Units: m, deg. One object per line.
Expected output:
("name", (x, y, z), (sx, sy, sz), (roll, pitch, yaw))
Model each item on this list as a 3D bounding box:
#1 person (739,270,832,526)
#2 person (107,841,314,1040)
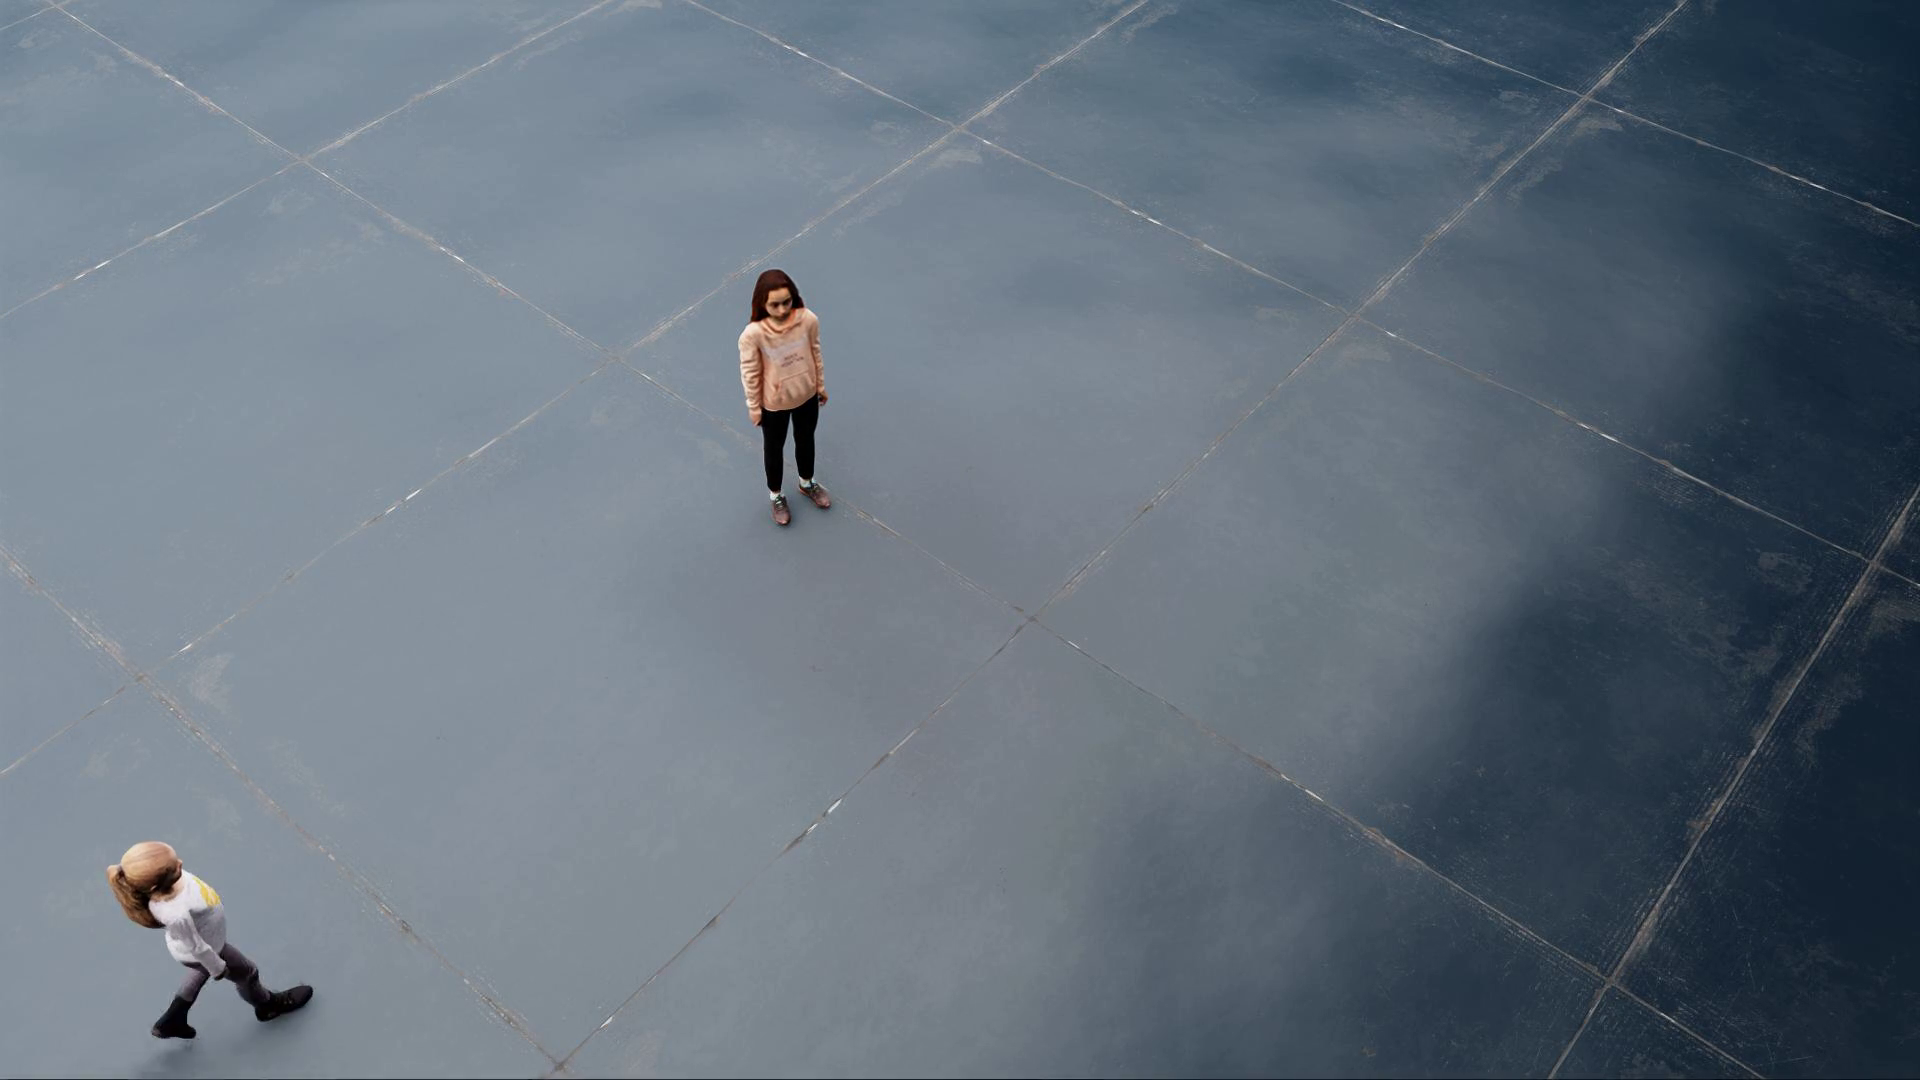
("person", (-0.839, -0.705, 8.088), (0.552, 1.484, 0.694), (-23, 51, -20))
("person", (-2.879, 1.511, 6.186), (0.813, 1.268, 0.575), (-30, 54, -25))
